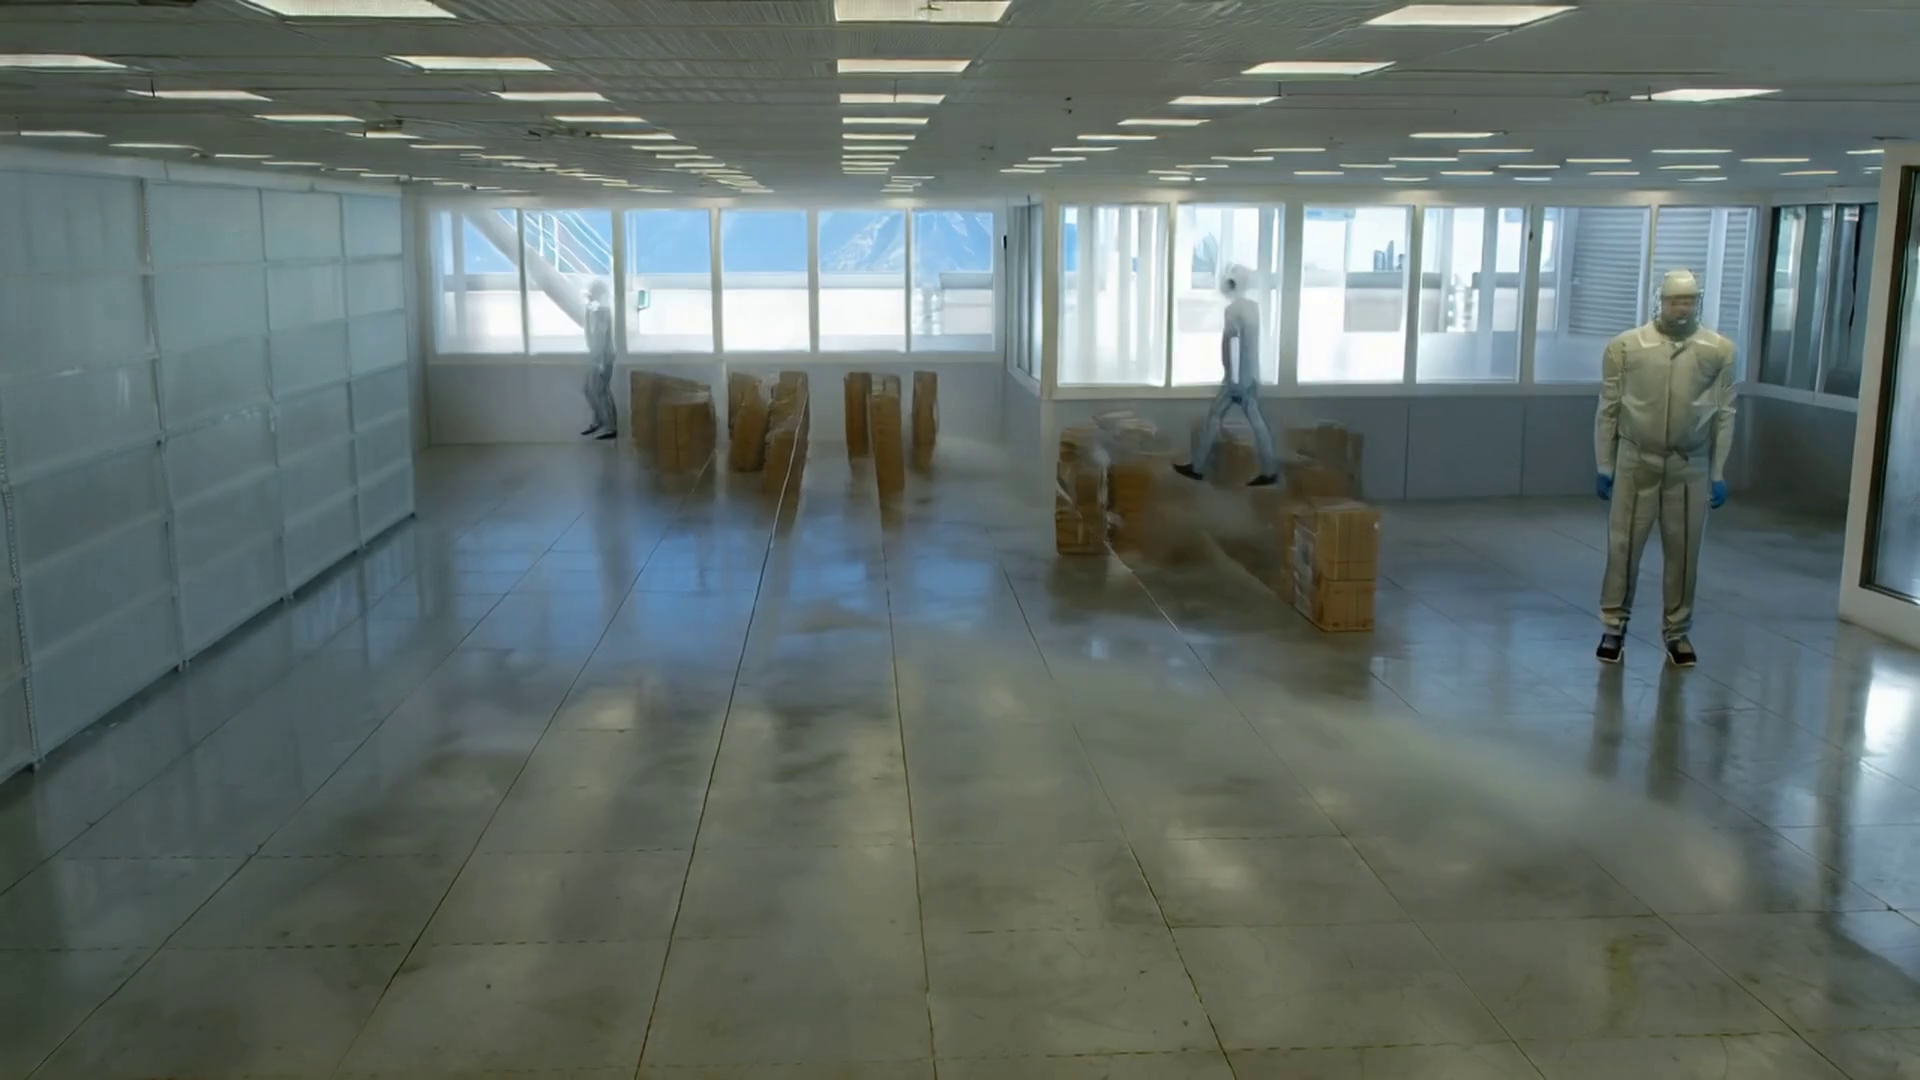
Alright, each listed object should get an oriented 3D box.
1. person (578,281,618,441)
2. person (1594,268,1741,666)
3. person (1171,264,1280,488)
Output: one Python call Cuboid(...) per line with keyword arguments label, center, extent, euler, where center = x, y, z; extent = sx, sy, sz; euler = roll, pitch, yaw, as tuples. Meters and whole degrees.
Cuboid(label="person", center=(-3.597, -1.772, 16.559), extent=(0.348, 1.605, 0.580), euler=(-7, 12, -32))
Cuboid(label="person", center=(3.399, -0.347, 8.044), extent=(0.643, 1.913, 0.410), euler=(3, 11, 15))
Cuboid(label="person", center=(2.242, -1.343, 13.673), extent=(0.991, 1.817, 0.505), euler=(9, 14, 39))
